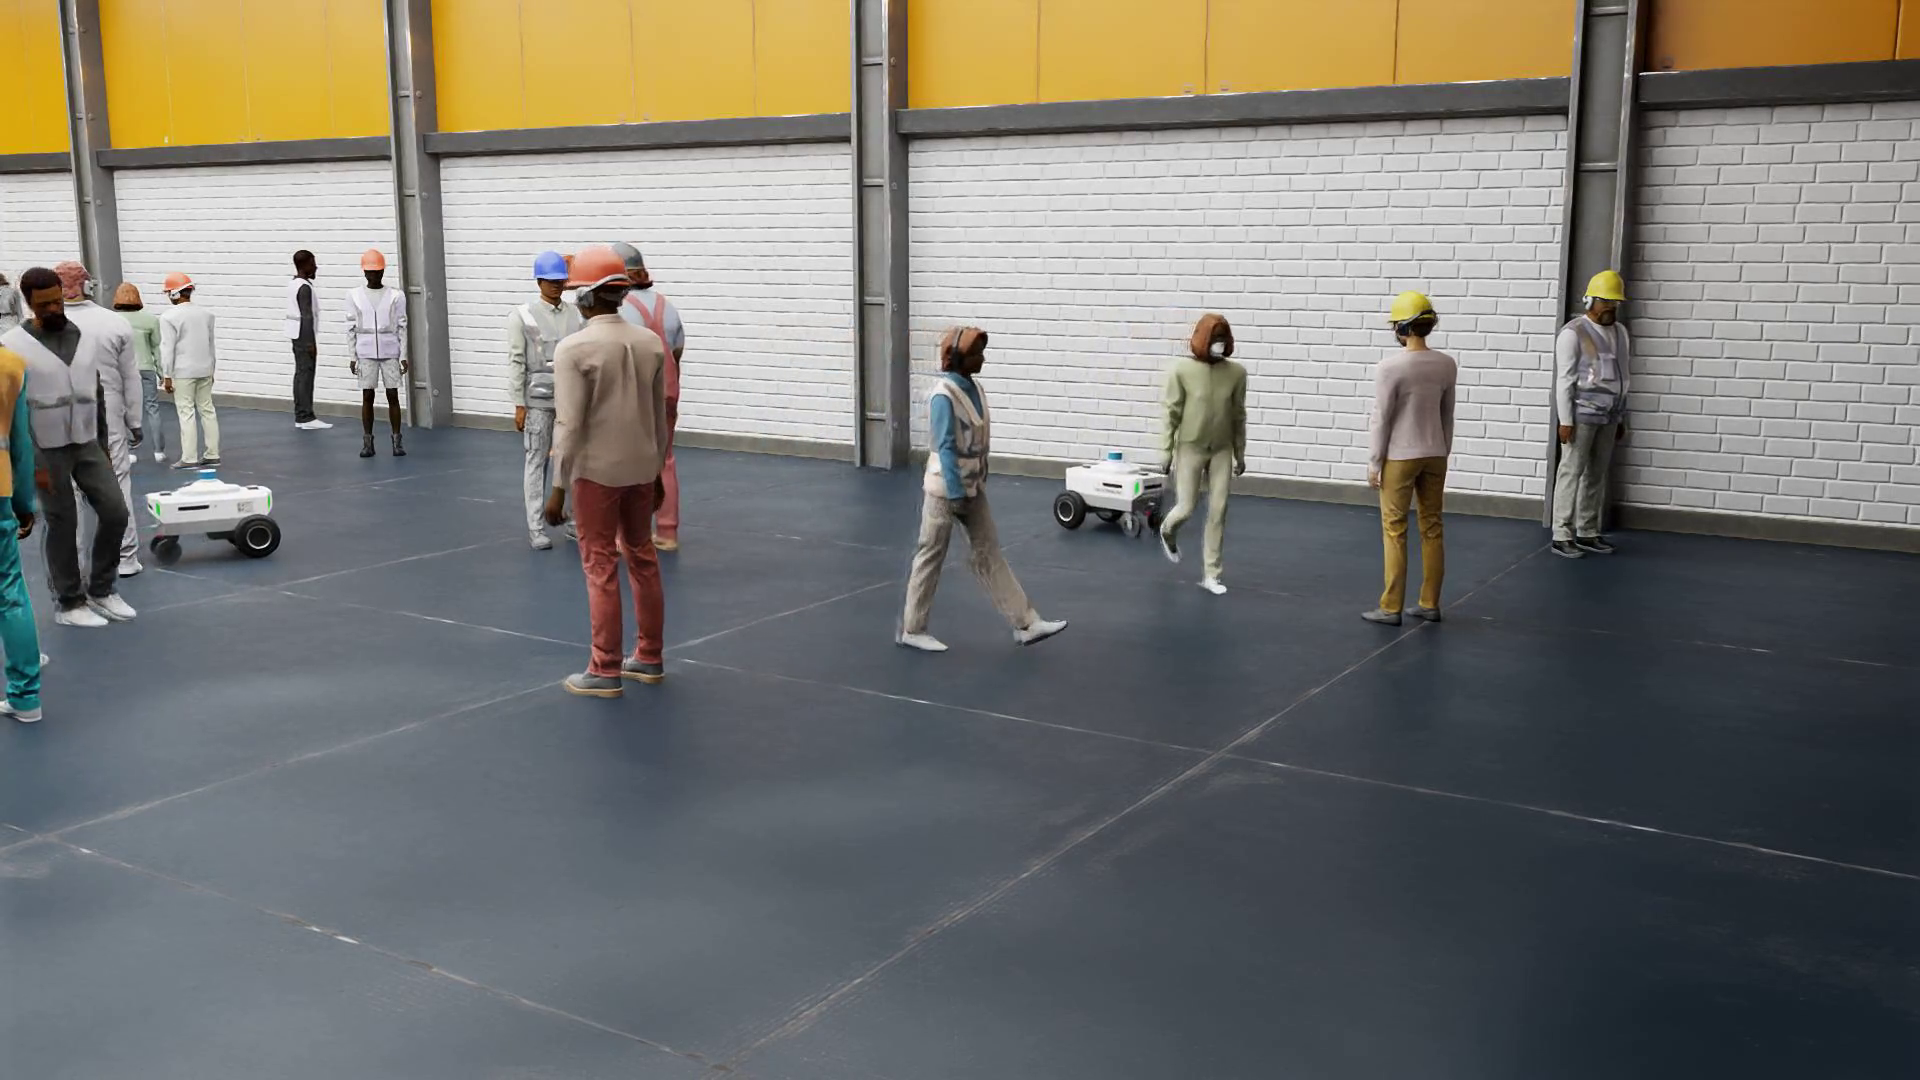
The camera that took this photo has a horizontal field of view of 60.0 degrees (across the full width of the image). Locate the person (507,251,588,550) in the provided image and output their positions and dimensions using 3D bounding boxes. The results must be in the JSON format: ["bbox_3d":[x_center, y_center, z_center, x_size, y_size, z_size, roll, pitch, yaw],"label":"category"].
[{"bbox_3d":[-2.675,-0.920,10.980,0.615,1.946,0.391,-9,14,-41],"label":"person"}]

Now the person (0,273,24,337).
[{"bbox_3d":[-12.066,-2.601,20.986,0.343,1.704,0.531,9,13,40],"label":"person"}]

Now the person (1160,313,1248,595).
[{"bbox_3d":[1.384,-0.518,9.661,0.517,1.615,0.578,-3,11,-15],"label":"person"}]

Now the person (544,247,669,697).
[{"bbox_3d":[-1.573,-0.294,7.419,0.407,1.989,0.644,7,12,35],"label":"person"}]

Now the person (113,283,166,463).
[{"bbox_3d":[-7.529,-1.518,15.171,0.504,1.632,0.270,-7,13,-35],"label":"person"}]

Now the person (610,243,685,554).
[{"bbox_3d":[-2.115,-0.933,10.798,0.547,2.000,0.697,8,13,37],"label":"person"}]

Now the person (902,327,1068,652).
[{"bbox_3d":[0.090,-0.221,8.063,0.839,1.601,0.526,5,11,26],"label":"person"}]

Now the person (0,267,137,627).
[{"bbox_3d":[-4.601,-0.454,8.574,0.509,1.890,0.626,5,11,24],"label":"person"}]

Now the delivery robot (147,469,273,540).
[{"bbox_3d":[-4.791,-0.207,10.629,0.707,0.478,0.477,-6,12,-32],"label":"delivery robot"}]

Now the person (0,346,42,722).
[{"bbox_3d":[-4.079,-0.148,6.822,0.383,1.911,0.592,7,12,34],"label":"person"}]

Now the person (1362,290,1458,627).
[{"bbox_3d":[2.366,-0.425,8.766,0.523,1.761,0.339,-4,11,-23],"label":"person"}]

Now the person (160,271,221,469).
[{"bbox_3d":[-6.865,-1.504,14.780,0.349,1.744,0.566,4,11,22],"label":"person"}]

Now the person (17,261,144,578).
[{"bbox_3d":[-5.205,-0.697,9.885,0.651,1.900,0.409,-6,12,-30],"label":"person"}]

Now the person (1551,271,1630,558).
[{"bbox_3d":[4.063,-0.802,10.661,0.595,1.828,0.403,-6,12,-30],"label":"person"}]

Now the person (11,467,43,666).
[{"bbox_3d":[-4.590,-0.222,7.490,0.744,1.828,0.529,-7,12,-33],"label":"person"}]

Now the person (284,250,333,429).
[{"bbox_3d":[-7.061,-2.154,17.906,0.391,1.918,0.590,-6,12,-31],"label":"person"}]

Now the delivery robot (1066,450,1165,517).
[{"bbox_3d":[1.081,-0.380,11.596,0.477,0.478,0.707,-10,14,-43],"label":"delivery robot"}]

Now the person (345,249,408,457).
[{"bbox_3d":[-5.441,-1.739,15.560,0.545,1.935,0.368,-3,11,-17],"label":"person"}]
